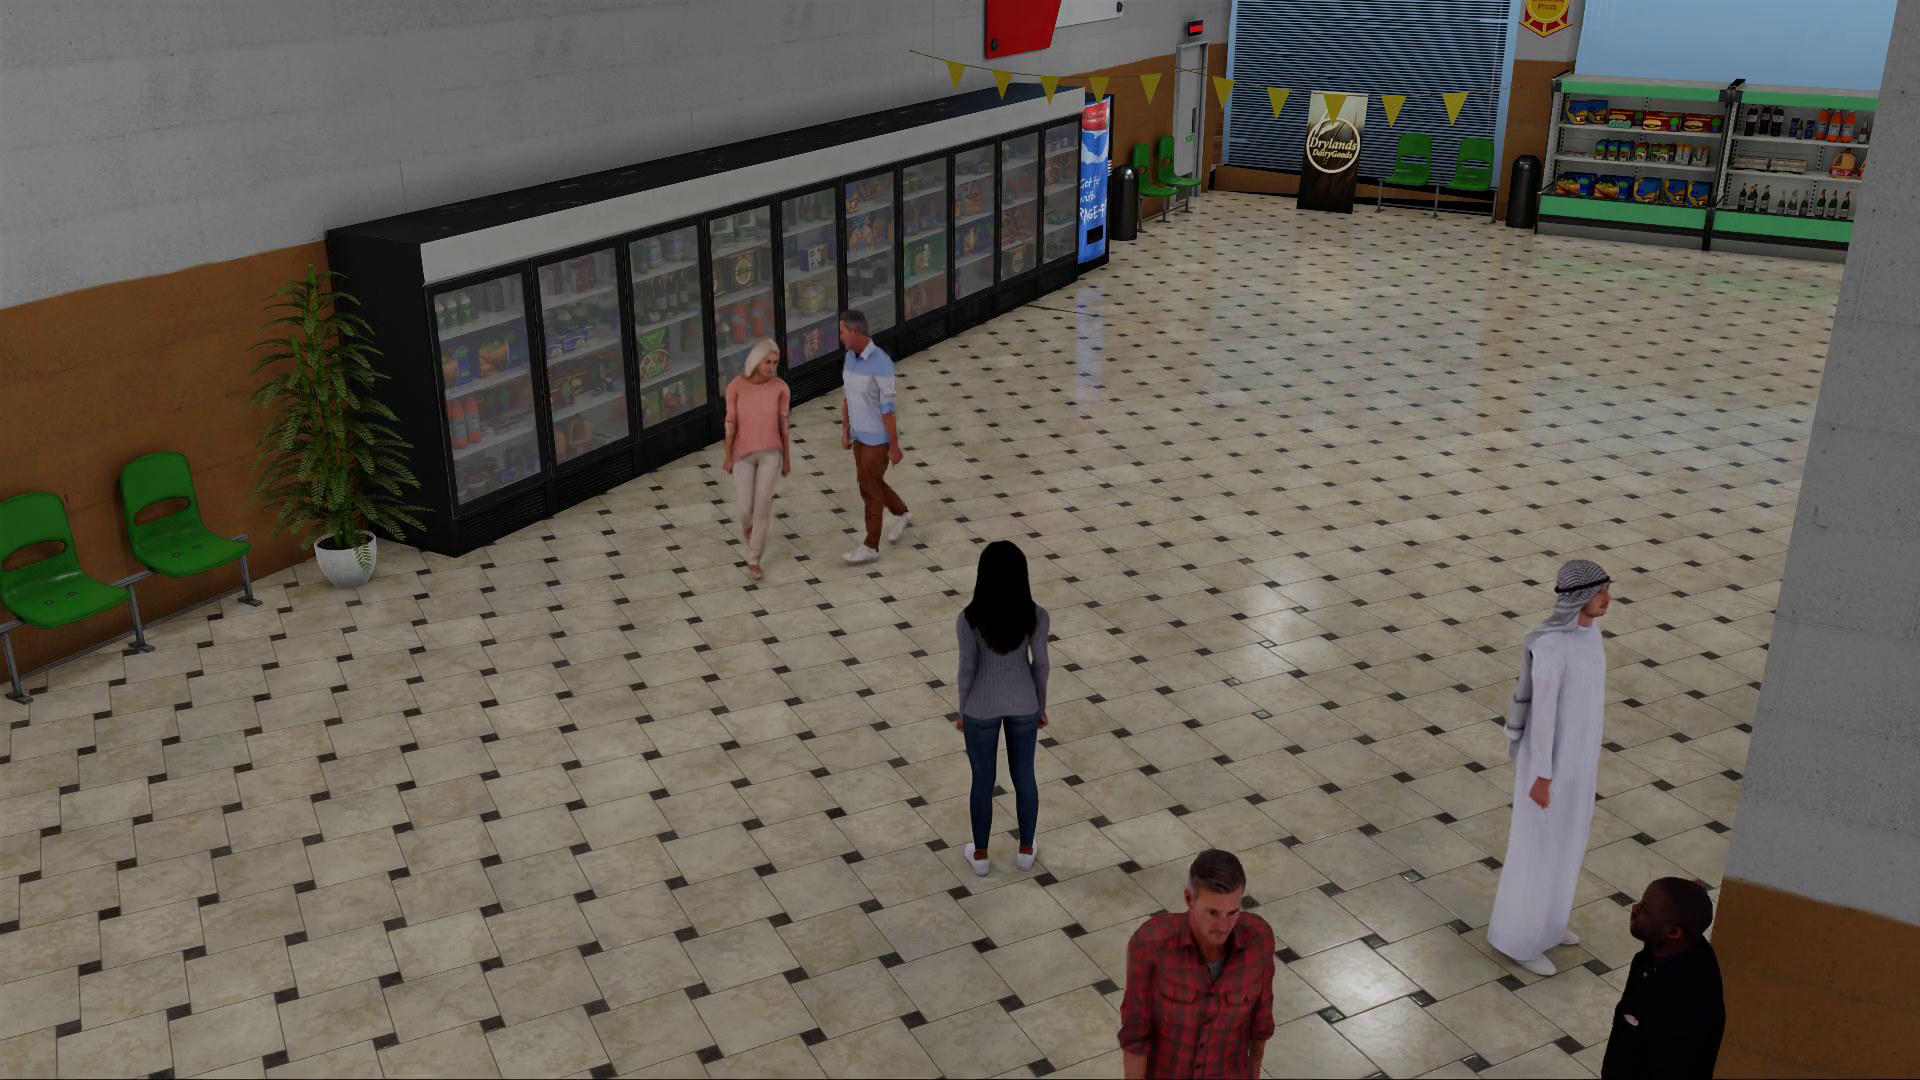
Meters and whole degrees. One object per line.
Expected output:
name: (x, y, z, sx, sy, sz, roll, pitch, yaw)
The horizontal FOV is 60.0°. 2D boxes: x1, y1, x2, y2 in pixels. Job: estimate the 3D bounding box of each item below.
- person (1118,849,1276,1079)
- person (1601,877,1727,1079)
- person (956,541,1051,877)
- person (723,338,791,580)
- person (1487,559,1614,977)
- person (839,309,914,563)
person: (0.758, 1.751, 5.642, 0.908, 1.801, 0.957, 0, 22, 0)
person: (2.294, 1.901, 5.285, 1.157, 1.788, 0.775, 10, 24, 24)
person: (0.203, 0.821, 8.043, 0.660, 1.736, 0.748, -3, 22, -7)
person: (-1.427, -0.604, 11.656, 0.949, 1.687, 0.997, -3, 22, -8)
person: (2.643, 0.980, 7.392, 0.686, 1.927, 0.718, 17, 27, 36)
person: (-0.573, -0.764, 11.925, 1.040, 1.784, 1.058, -17, 28, -36)
